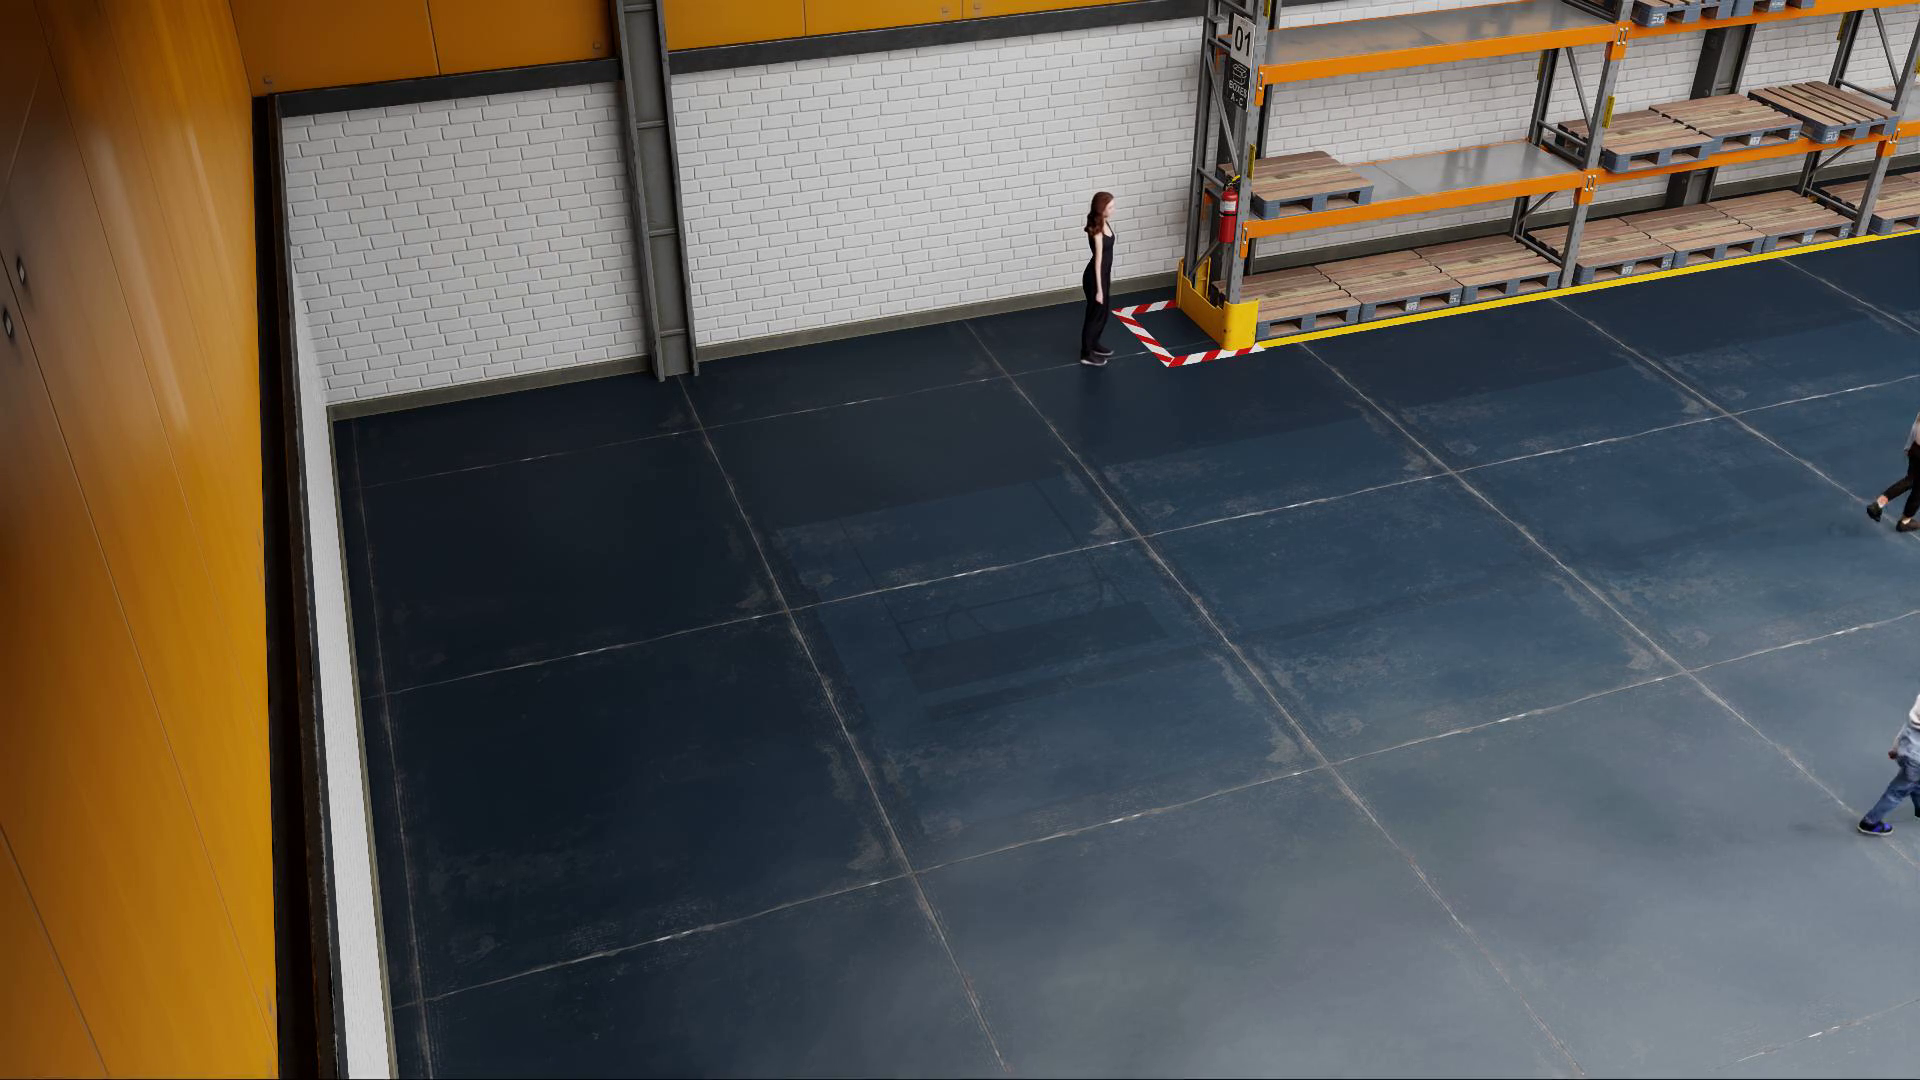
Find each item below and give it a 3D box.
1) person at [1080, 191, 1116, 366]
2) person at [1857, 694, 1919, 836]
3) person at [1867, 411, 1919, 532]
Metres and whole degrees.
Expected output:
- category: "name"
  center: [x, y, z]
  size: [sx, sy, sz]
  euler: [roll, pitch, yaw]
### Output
- category: "person"
  center: [1.297, -2.499, 15.838]
  size: [0.703, 1.742, 0.677]
  euler: [8, 34, 12]
- category: "person"
  center: [5.975, 1.369, 10.482]
  size: [0.890, 1.229, 0.639]
  euler: [-3, 34, -4]
- category: "person"
  center: [7.706, -0.685, 13.352]
  size: [0.790, 1.473, 0.622]
  euler: [-5, 34, -8]
